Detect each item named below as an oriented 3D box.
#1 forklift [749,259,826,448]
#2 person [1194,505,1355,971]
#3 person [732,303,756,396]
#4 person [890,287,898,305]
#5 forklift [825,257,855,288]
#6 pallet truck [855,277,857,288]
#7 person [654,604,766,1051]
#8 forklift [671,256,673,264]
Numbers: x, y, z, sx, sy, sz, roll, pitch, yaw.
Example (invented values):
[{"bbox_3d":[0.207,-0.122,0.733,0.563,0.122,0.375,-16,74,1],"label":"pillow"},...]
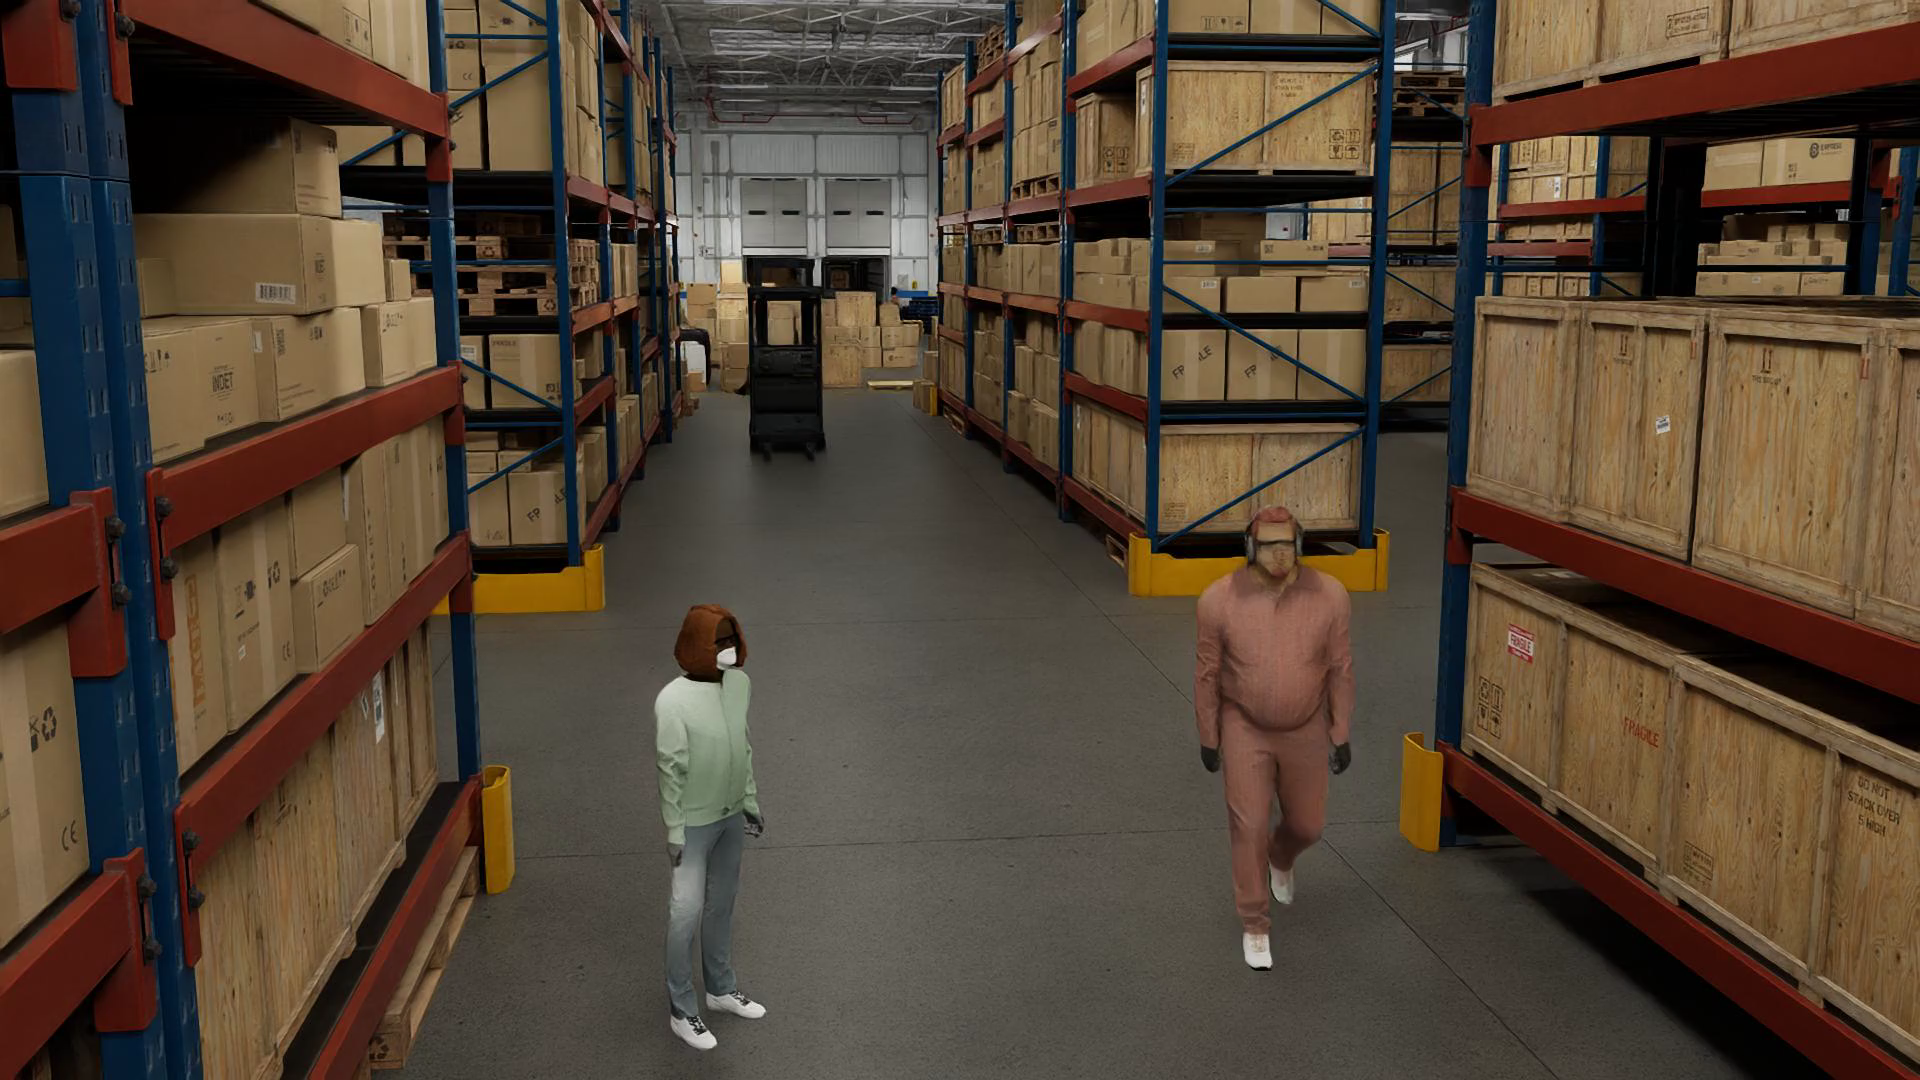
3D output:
[{"bbox_3d":[-2.665,-2.879,25.327,1.129,2.768,1.873,-1,10,-7],"label":"forklift"},{"bbox_3d":[1.295,0.775,6.926,0.656,1.891,0.671,0,10,0],"label":"person"},{"bbox_3d":[-4.265,-3.892,34.058,0.925,1.893,0.573,-1,10,-4],"label":"person"},{"bbox_3d":[-2.444,-8.762,63.069,0.538,1.682,0.535,-2,10,-12],"label":"person"},{"bbox_3d":[-3.492,-6.850,48.444,1.129,2.768,1.873,-1,10,-7],"label":"forklift"},{"bbox_3d":[-3.782,-9.391,65.808,1.885,1.965,0.823,2,10,10],"label":"pallet truck"},{"bbox_3d":[-0.918,1.036,6.158,0.279,1.634,0.499,6,11,31],"label":"person"},{"bbox_3d":[-11.202,-9.362,63.071,1.129,2.768,1.873,-1,10,-7],"label":"forklift"}]
